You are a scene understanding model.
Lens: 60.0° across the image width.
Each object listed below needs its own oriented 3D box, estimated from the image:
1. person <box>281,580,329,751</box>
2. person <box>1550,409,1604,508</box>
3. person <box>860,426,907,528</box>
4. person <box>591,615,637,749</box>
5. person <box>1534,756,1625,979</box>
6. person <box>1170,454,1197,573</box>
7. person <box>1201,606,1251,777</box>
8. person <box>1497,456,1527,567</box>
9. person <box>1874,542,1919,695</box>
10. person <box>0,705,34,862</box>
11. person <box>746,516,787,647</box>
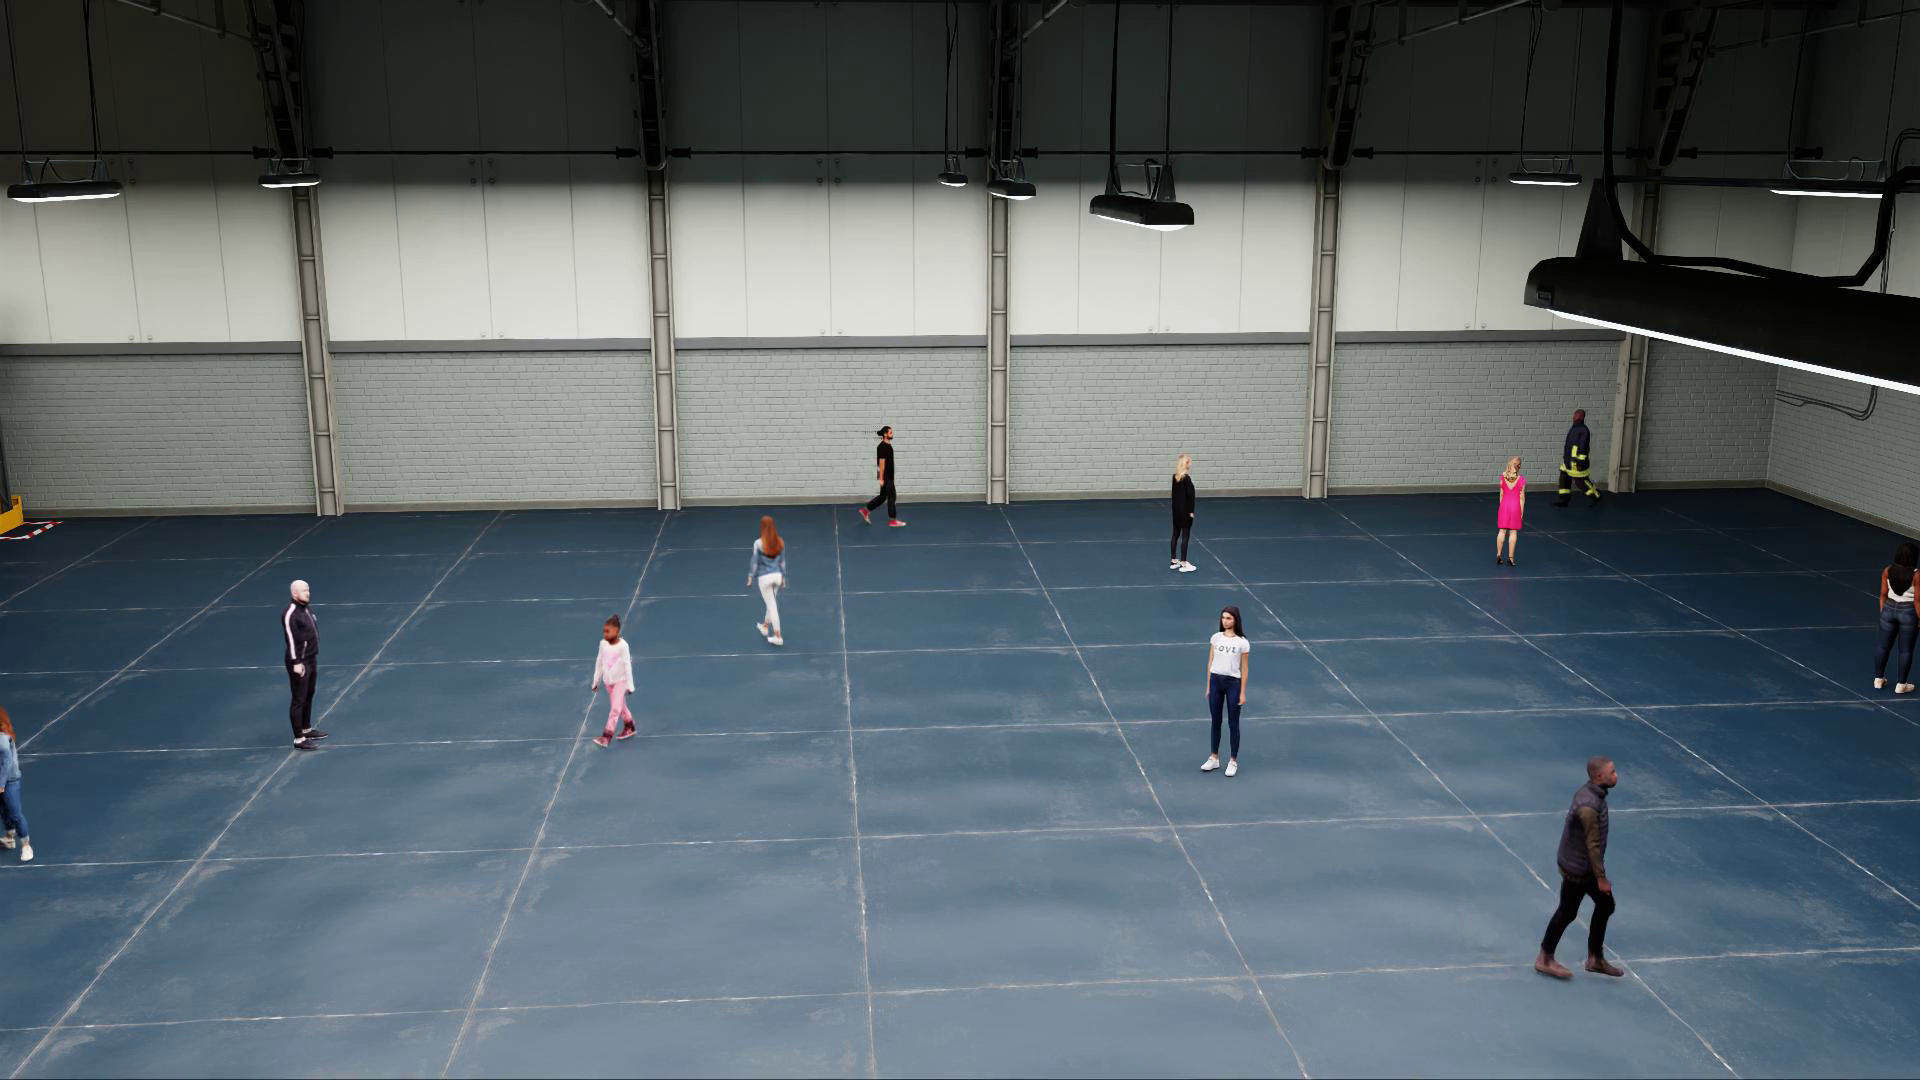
[{"bbox_3d":[-7.124,1.324,17.968,0.566,1.834,0.673,-1,13,-3],"label":"person"},{"bbox_3d":[11.236,-1.459,30.076,1.176,1.795,0.782,-2,13,-10],"label":"person"},{"bbox_3d":[-1.357,-1.083,28.576,1.099,1.739,0.759,1,13,5],"label":"person"},{"bbox_3d":[-3.694,1.515,18.073,0.978,1.416,0.970,8,15,30],"label":"person"},{"bbox_3d":[4.705,2.523,12.853,1.029,1.807,0.947,8,16,32],"label":"person"},{"bbox_3d":[3.414,-0.425,25.590,0.671,1.804,0.680,-7,15,-29],"label":"person"},{"bbox_3d":[2.753,1.540,17.167,0.641,1.775,0.727,8,15,32],"label":"person"},{"bbox_3d":[8.565,-0.458,25.904,0.664,1.726,0.725,11,17,39],"label":"person"},{"bbox_3d":[11.194,0.912,19.803,0.769,1.810,0.744,-9,16,-35],"label":"person"},{"bbox_3d":[-8.708,2.165,15.155,0.867,1.465,0.788,-11,17,-39],"label":"person"},{"bbox_3d":[-2.423,0.558,21.636,1.013,1.673,1.014,-11,17,-40],"label":"person"}]
